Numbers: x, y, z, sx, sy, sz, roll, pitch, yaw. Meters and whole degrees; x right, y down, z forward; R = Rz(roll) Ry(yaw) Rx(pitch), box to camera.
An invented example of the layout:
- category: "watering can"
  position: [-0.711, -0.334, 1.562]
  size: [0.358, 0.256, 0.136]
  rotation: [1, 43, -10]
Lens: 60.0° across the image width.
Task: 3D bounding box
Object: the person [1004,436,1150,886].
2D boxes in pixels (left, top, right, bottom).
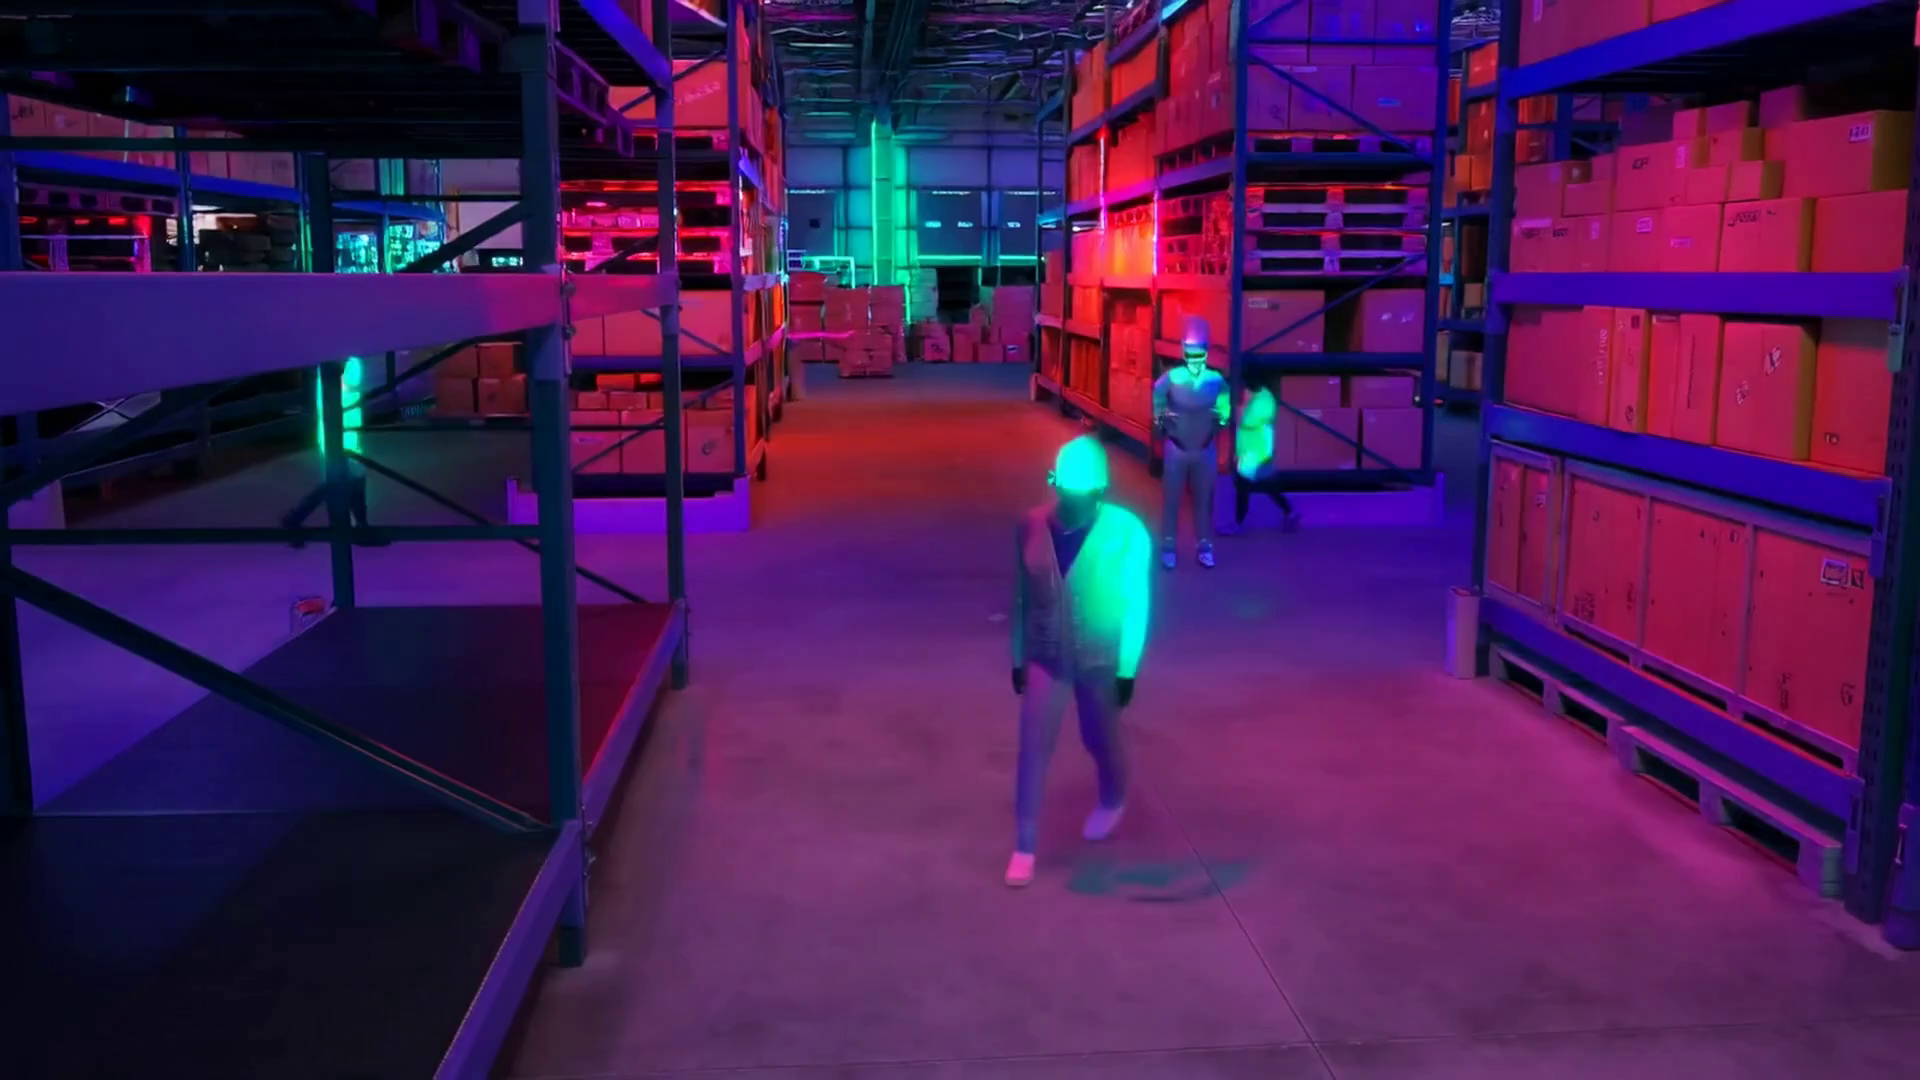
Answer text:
- category: "person"
  position: [0.497, 0.446, 6.791]
  size: [0.599, 1.790, 0.842]
  rotation: [4, 10, 21]

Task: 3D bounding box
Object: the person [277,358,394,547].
- category: "person"
  position: [-5.527, -0.862, 14.610]
  size: [0.884, 1.914, 0.548]
  rotation: [-1, 9, -7]

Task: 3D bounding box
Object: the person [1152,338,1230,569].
- category: "person"
  position: [1.895, -0.705, 13.642]
  size: [0.643, 1.900, 0.399]
  rotation: [0, 9, 1]

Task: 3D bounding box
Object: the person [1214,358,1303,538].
- category: "person"
  position: [2.780, -0.845, 15.244]
  size: [0.830, 1.665, 0.529]
  rotation: [-1, 9, -5]

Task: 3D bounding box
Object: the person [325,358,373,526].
- category: "person"
  position: [-5.782, -1.098, 15.720]
  size: [0.441, 2.030, 0.622]
  rotation: [-9, 12, -43]

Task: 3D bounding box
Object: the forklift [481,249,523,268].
- category: "forklift"
  position: [-7.419, -3.437, 27.712]
  size: [1.129, 2.768, 1.873]
  rotation: [-1, 9, -4]
